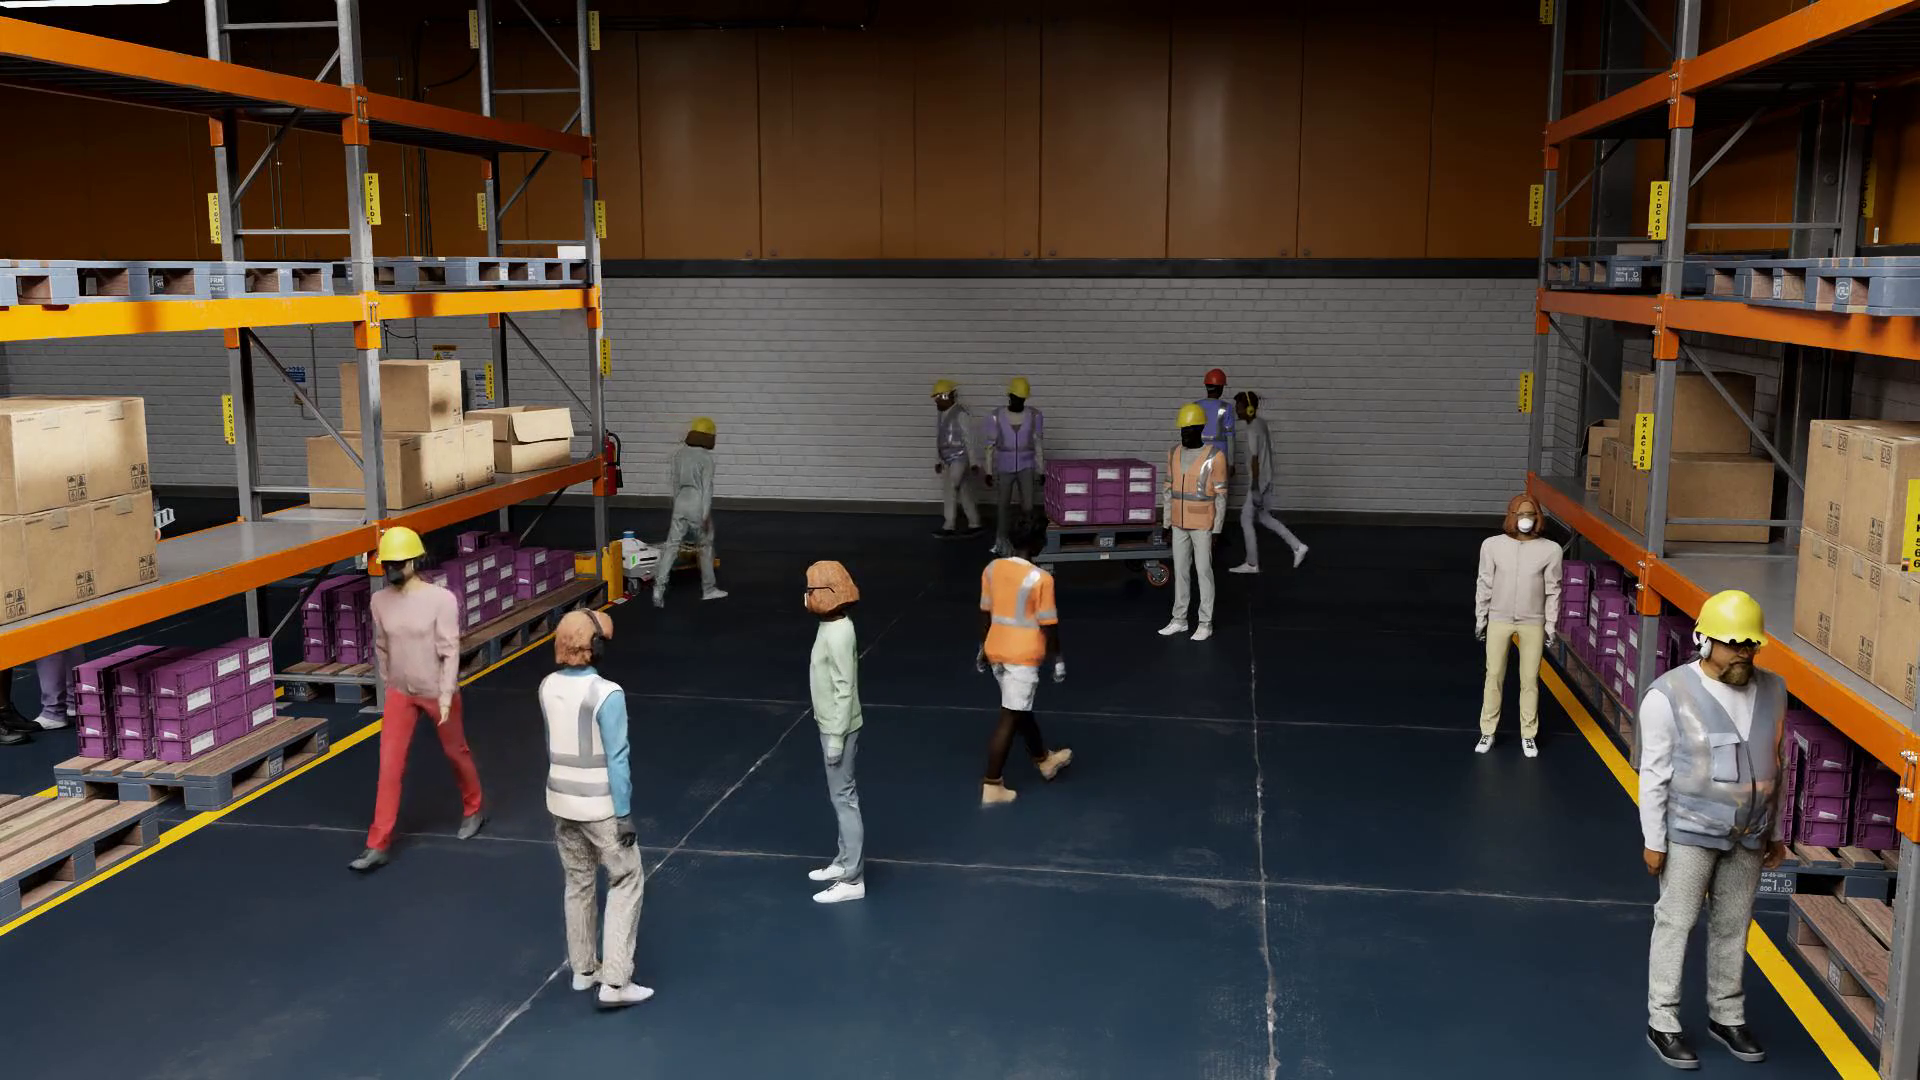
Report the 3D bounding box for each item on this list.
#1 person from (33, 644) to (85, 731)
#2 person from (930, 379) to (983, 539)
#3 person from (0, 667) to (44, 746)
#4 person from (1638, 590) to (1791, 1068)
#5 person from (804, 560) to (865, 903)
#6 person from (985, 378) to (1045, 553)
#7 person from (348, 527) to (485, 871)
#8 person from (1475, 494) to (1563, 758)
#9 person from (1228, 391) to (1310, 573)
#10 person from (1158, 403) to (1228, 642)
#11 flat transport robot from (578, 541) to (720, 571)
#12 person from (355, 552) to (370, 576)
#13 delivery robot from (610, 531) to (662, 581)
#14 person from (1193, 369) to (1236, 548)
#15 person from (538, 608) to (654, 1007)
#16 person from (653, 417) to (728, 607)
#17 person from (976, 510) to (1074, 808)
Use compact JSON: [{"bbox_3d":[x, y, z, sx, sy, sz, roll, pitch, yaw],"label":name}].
[{"bbox_3d":[-6.004,0.292,10.856,0.401,1.910,0.640,0,9,0],"label":"person"},{"bbox_3d":[-0.070,-0.896,18.548,0.779,1.784,0.613,-3,10,-19],"label":"person"},{"bbox_3d":[-6.067,0.325,10.558,0.376,1.935,0.550,-2,9,-9],"label":"person"},{"bbox_3d":[2.847,1.080,6.267,0.590,1.825,0.403,-2,9,-11],"label":"person"},{"bbox_3d":[-0.598,0.904,7.927,0.266,1.631,0.507,-1,9,-7],"label":"person"},{"bbox_3d":[0.583,-0.765,17.454,0.625,1.882,0.654,0,9,-1],"label":"person"},{"bbox_3d":[-2.753,0.774,8.479,0.539,1.716,0.926,2,9,14],"label":"person"},{"bbox_3d":[3.435,0.523,10.267,0.500,1.636,0.285,3,10,20],"label":"person"},{"bbox_3d":[3.051,-0.561,16.374,0.712,1.830,0.559,4,10,21],"label":"person"},{"bbox_3d":[1.880,-0.146,13.497,0.594,1.926,0.367,9,13,43],"label":"person"},{"bbox_3d":[-3.158,0.205,16.426,1.431,0.197,0.652,-7,12,-37],"label":"flat transport robot"},{"bbox_3d":[-5.719,-0.525,16.126,0.600,1.832,0.404,7,12,37],"label":"person"},{"bbox_3d":[-3.083,0.161,15.534,0.477,0.478,0.707,-8,12,-40],"label":"delivery robot"},{"bbox_3d":[2.739,-0.889,18.050,0.550,1.935,0.375,6,11,32],"label":"person"},{"bbox_3d":[-1.504,1.091,6.777,0.563,1.630,0.357,8,12,39],"label":"person"},{"bbox_3d":[-2.449,-0.251,14.858,0.566,1.689,0.867,6,11,32],"label":"person"},{"bbox_3d":[0.418,0.650,9.410,0.850,1.650,0.544,-7,12,-37],"label":"person"}]
